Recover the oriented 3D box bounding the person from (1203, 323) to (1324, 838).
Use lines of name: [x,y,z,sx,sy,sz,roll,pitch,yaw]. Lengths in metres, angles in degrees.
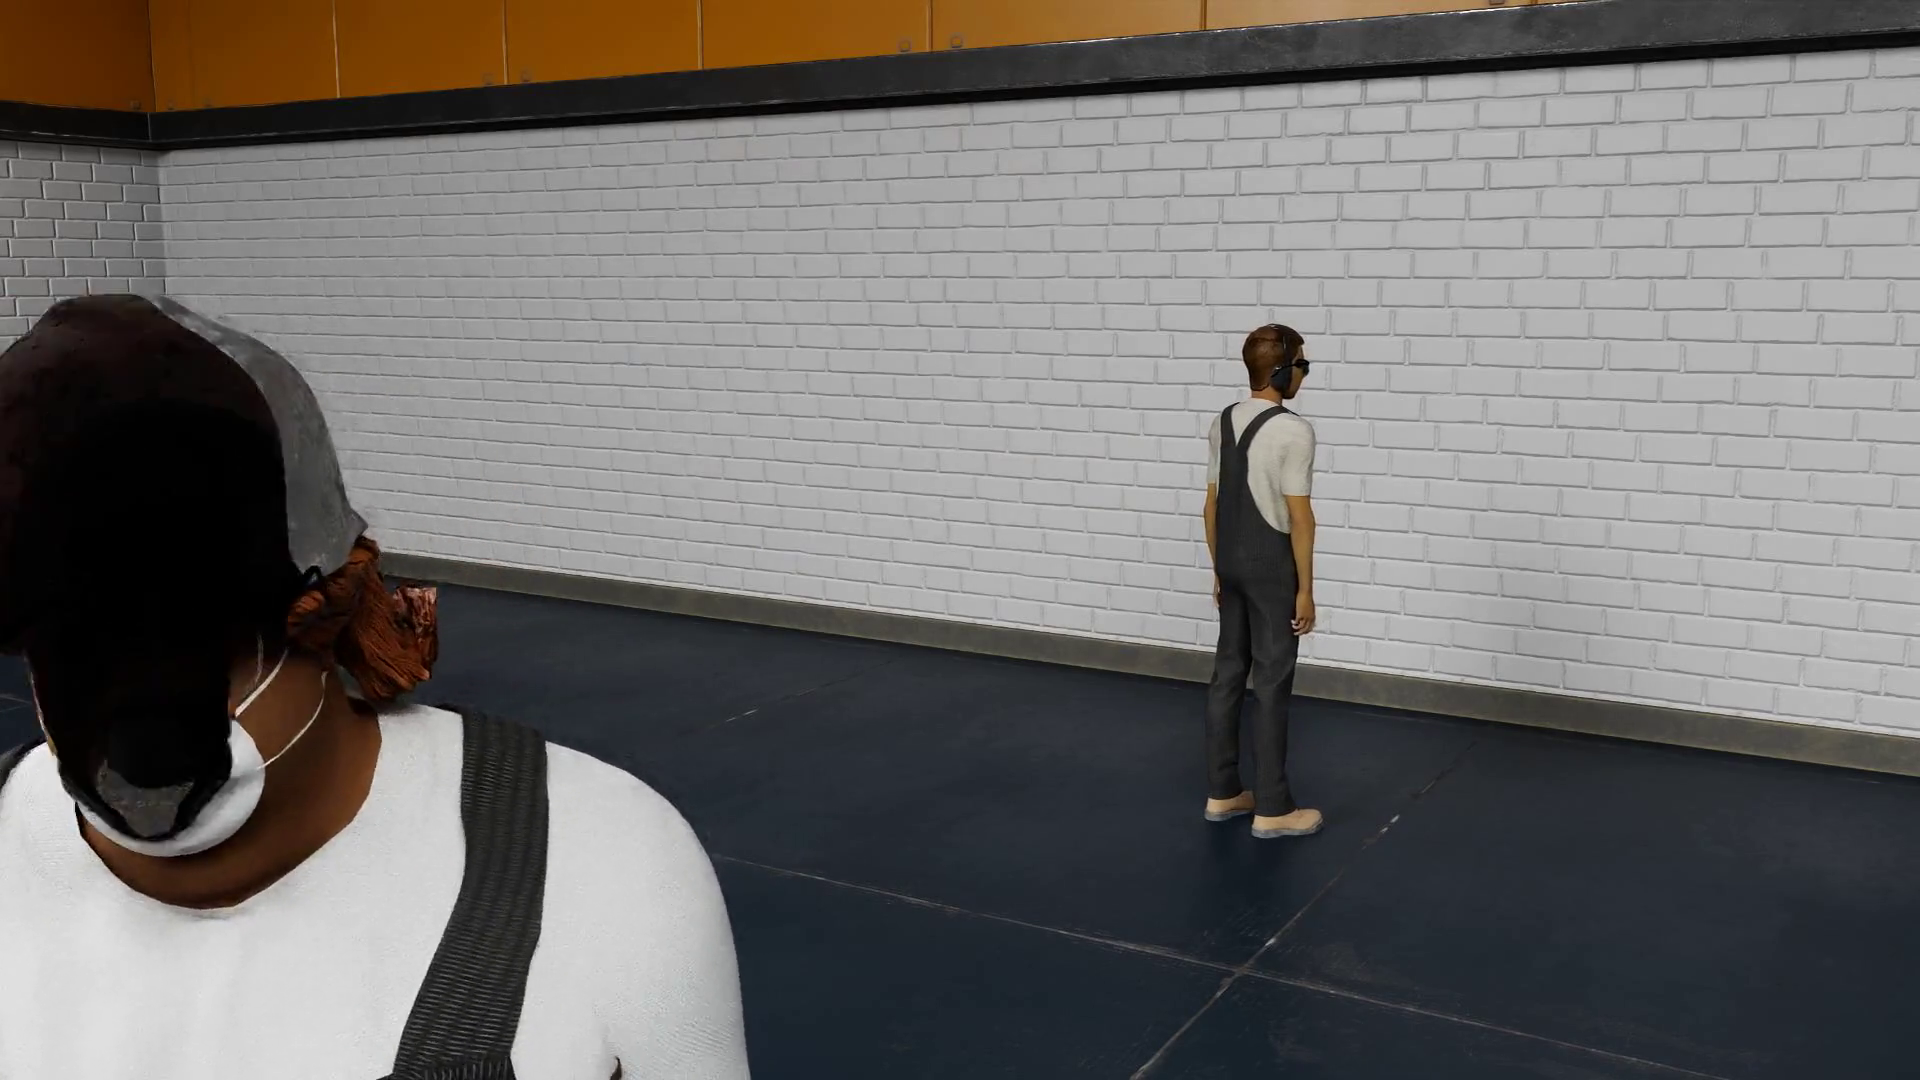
person: [1.093,0.145,6.022,0.342,1.845,0.506,-6,11,-32]
